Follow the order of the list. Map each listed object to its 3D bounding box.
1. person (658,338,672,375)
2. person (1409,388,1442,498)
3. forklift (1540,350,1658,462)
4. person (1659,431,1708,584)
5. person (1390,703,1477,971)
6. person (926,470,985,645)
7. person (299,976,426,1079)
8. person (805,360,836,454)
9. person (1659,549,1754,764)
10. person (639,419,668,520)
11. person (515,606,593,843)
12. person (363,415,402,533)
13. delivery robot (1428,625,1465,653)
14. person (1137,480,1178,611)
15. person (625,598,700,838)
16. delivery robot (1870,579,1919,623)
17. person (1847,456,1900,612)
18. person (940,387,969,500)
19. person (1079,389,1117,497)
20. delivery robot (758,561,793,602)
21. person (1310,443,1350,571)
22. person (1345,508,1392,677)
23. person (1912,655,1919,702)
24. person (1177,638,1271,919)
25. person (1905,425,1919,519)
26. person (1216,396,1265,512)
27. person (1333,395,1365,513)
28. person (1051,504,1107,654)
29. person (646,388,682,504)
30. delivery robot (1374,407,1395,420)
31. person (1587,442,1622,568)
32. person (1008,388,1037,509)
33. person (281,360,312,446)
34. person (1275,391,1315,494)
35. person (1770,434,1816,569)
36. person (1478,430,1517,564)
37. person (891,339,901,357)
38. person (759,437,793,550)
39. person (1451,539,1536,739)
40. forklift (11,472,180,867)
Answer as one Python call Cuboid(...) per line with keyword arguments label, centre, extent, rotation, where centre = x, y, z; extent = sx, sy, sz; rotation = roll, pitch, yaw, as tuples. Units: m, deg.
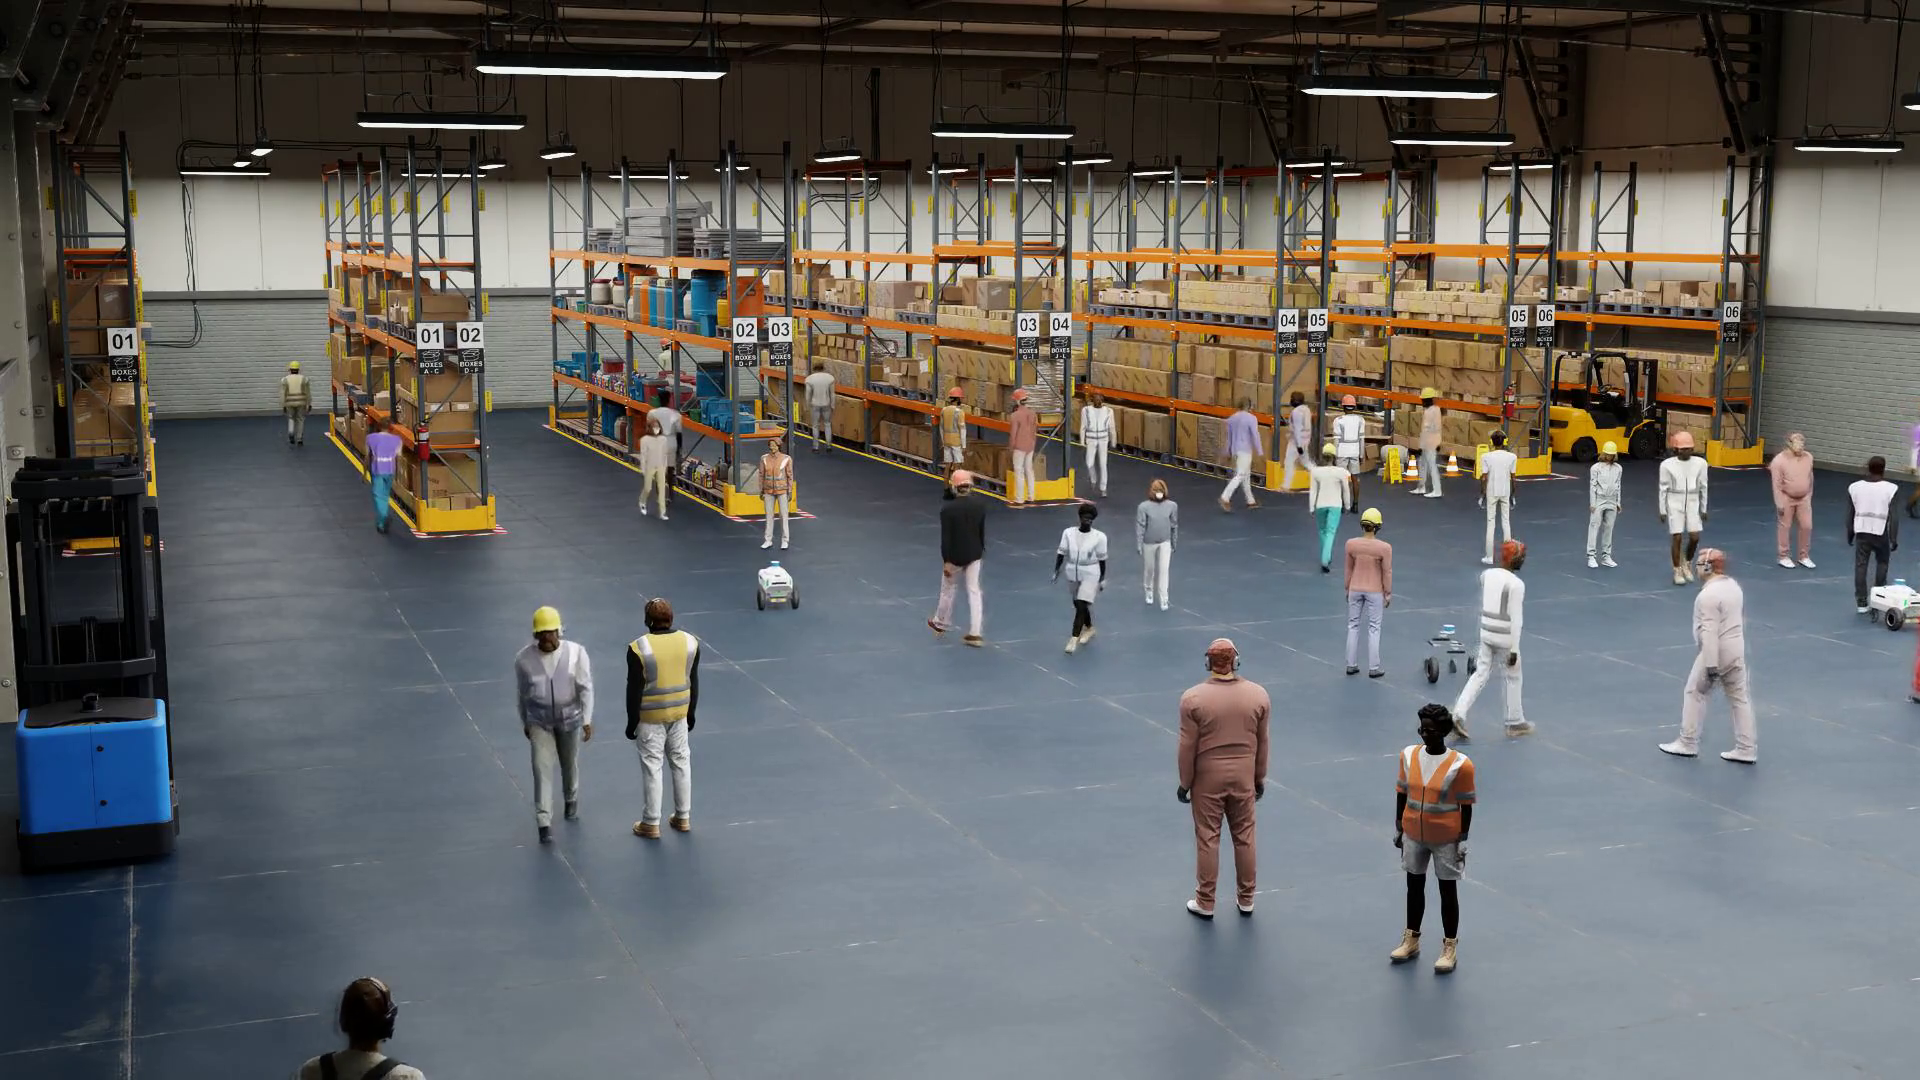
Cuboid(label="person", centre=(-7.085, -3.899, 50.691), extent=(0.407, 1.987, 0.614), rotation=(6, 10, 35))
Cuboid(label="person", centre=(8.025, -1.683, 36.178), extent=(0.758, 1.897, 0.626), rotation=(5, 10, 29))
Cuboid(label="forklift", centre=(12.897, -2.725, 42.309), extent=(2.313, 2.155, 1.214), rotation=(-3, 9, -21))
Cuboid(label="person", centre=(9.450, -0.417, 27.348), extent=(0.632, 2.019, 0.448), rotation=(1, 9, 7))
Cuboid(label="person", centre=(2.980, 1.863, 13.228), extent=(0.541, 1.696, 0.315), rotation=(7, 11, 39))
Cuboid(label="person", centre=(-0.016, 0.176, 23.647), extent=(0.642, 1.938, 1.018), rotation=(-5, 10, -30))
Cuboid(label="person", centre=(-2.252, 2.564, 8.186), extent=(0.538, 1.801, 0.923), rotation=(2, 9, 13))
Cuboid(label="person", centre=(-2.873, -2.746, 43.156), extent=(0.635, 1.936, 0.355), rotation=(-2, 9, -15))
Cuboid(label="person", centre=(6.626, 1.008, 18.412), extent=(0.651, 1.858, 0.852), rotation=(-8, 11, -41))
Cuboid(label="person", centre=(-4.937, -1.157, 33.666), extent=(0.503, 1.612, 0.744), rotation=(-5, 10, -31))
Cuboid(label="person", centre=(-3.143, 1.371, 16.242), extent=(0.581, 1.791, 0.941), rotation=(-2, 9, -11))
Cuboid(label="person", centre=(-8.765, -0.992, 31.887), extent=(0.603, 1.808, 0.771), rotation=(-5, 10, -29))
Cuboid(label="delivery robot", centre=(5.078, 0.999, 21.744), extent=(0.335, 0.223, 0.698), rotation=(0, 8, 0))
Cuboid(label="person", centre=(2.422, 0.035, 25.778), extent=(0.519, 1.590, 0.863), rotation=(0, 9, -2))
Cuboid(label="person", centre=(-2.308, 1.355, 16.133), extent=(0.634, 1.842, 0.429), rotation=(-7, 11, -39))
Cuboid(label="delivery robot", centre=(11.018, 0.704, 24.559), extent=(0.477, 0.478, 0.707), rotation=(-1, 9, -10))
Cuboid(label="person", centre=(11.165, -0.088, 25.558), extent=(0.621, 1.893, 0.789), rotation=(6, 11, 37))
Cuboid(label="person", centre=(-0.082, -1.656, 35.898), extent=(0.374, 1.933, 0.550), rotation=(-8, 12, -44))
Cuboid(label="person", centre=(2.394, -1.676, 36.225), extent=(0.684, 1.874, 0.425), rotation=(1, 9, 4))
Cuboid(label="delivery robot", centre=(-2.284, 0.508, 25.884), extent=(0.477, 0.478, 0.707), rotation=(-2, 9, -13))
Cuboid(label="person", centre=(5.037, -0.460, 28.632), extent=(0.525, 1.723, 0.904), rotation=(4, 10, 27))
Cuboid(label="person", centre=(4.259, 0.539, 21.857), extent=(0.517, 1.757, 0.336), rotation=(5, 10, 30))
Cuboid(label="person", centre=(9.669, 0.778, 20.347), extent=(0.552, 1.728, 0.811), rotation=(-5, 10, -30))
Cuboid(label="person", centre=(1.774, 1.611, 14.222), extent=(0.643, 1.905, 0.399), rotation=(-2, 9, -10))
Cuboid(label="person", centre=(15.394, -1.248, 33.318), extent=(0.546, 1.902, 0.943), rotation=(-3, 9, -19))
Cuboid(label="person", centre=(4.609, -1.426, 34.483), extent=(0.937, 1.905, 0.688), rotation=(-5, 10, -29))
Cuboid(label="person", centre=(6.332, -1.410, 34.248), extent=(0.553, 1.935, 0.362), rotation=(-2, 9, -12))
Cuboid(label="person", centre=(1.366, 0.397, 23.134), extent=(0.570, 1.650, 0.867), rotation=(5, 10, 29))
Cuboid(label="person", centre=(-5.006, -1.591, 35.425), extent=(0.628, 1.974, 0.405), rotation=(0, 9, 2))
Cuboid(label="delivery robot", centre=(9.871, -2.819, 48.066), extent=(0.707, 0.478, 0.477), rotation=(2, 9, 14))
Cuboid(label="person", centre=(8.884, -0.492, 28.796), extent=(0.483, 1.737, 0.312), rotation=(-3, 9, -16))
Cuboid(label="person", centre=(1.029, -1.524, 34.822), extent=(0.395, 1.992, 0.622), rotation=(8, 11, 42))
Cuboid(label="person", centre=(-14.170, -2.925, 44.756), extent=(0.597, 1.817, 0.433), rotation=(-2, 9, -12))
Cuboid(label="person", centre=(6.000, -1.709, 36.688), extent=(0.846, 1.813, 0.621), rotation=(5, 10, 32))
Cuboid(label="person", centre=(11.404, -0.527, 28.603), extent=(0.680, 1.867, 0.672), rotation=(-1, 9, -8))
Cuboid(label="person", centre=(7.459, -0.596, 29.081), extent=(0.521, 1.862, 0.334), rotation=(1, 9, 5))
Cuboid(label="person", centre=(-1.659, -3.749, 49.553), extent=(0.639, 2.026, 0.611), rotation=(-5, 10, -29))
Cuboid(label="person", centre=(-2.666, -0.686, 30.407), extent=(0.515, 1.640, 0.315), rotation=(2, 9, 14))
Cuboid(label="person", centre=(4.893, 0.905, 19.153), extent=(0.951, 1.853, 0.602), rotation=(-5, 10, -28))
Cuboid(label="forklift", centre=(-6.630, 0.886, 15.957), extent=(1.129, 2.768, 1.873), rotation=(-3, 9, -21))
